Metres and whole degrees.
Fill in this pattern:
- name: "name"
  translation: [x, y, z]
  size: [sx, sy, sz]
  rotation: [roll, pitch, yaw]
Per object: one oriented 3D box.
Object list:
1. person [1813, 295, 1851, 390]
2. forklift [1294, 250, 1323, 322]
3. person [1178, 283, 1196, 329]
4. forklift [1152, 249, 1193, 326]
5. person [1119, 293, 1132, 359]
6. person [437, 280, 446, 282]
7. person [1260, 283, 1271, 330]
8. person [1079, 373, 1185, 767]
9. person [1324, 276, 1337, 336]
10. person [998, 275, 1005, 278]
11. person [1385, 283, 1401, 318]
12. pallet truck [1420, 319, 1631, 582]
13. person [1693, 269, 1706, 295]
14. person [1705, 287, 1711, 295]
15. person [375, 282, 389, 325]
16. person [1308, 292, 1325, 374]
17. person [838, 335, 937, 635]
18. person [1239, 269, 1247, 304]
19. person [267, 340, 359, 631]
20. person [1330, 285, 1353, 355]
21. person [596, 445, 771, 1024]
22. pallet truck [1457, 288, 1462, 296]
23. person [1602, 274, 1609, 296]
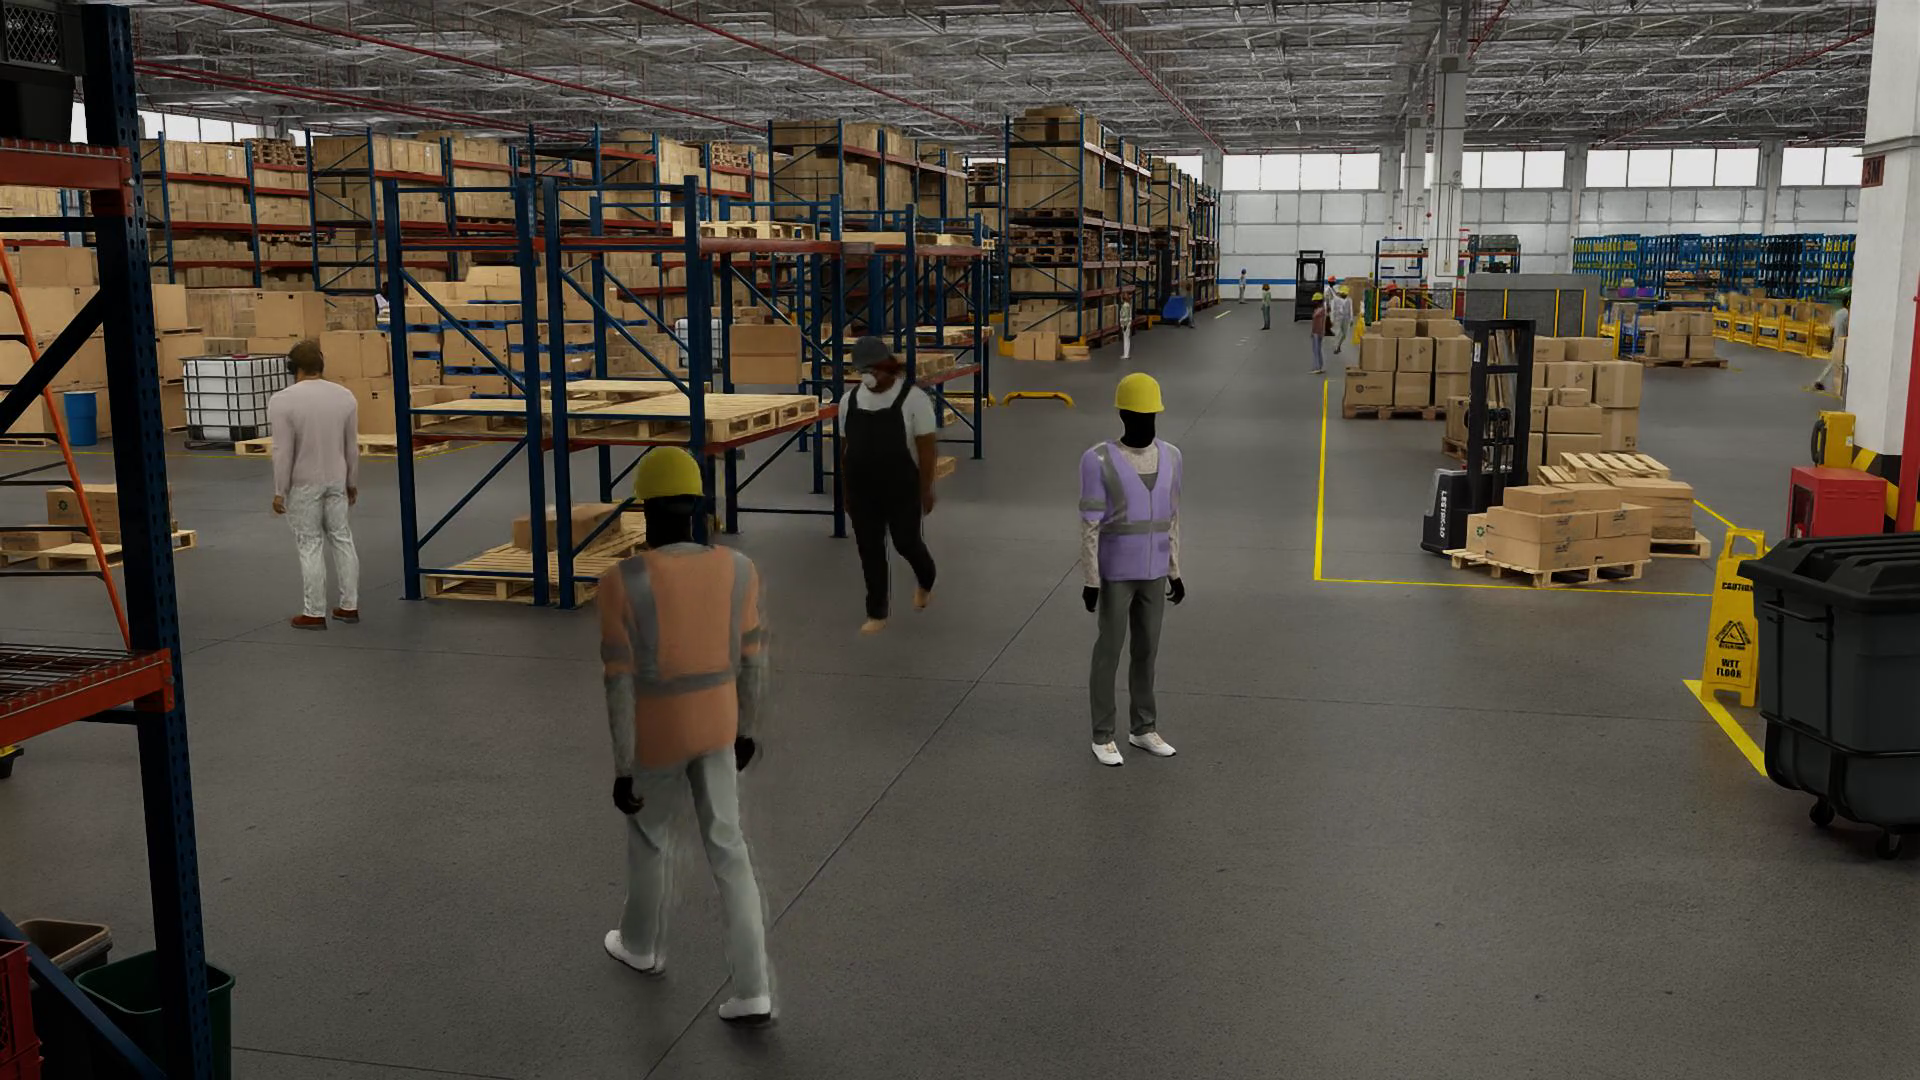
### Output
- name: "person"
  translation: [16.642, -3.729, 31.466]
  size: [0.962, 1.824, 0.503]
  rotation: [0, 10, 2]
- name: "forklift"
  translation: [13.778, -10.002, 65.433]
  size: [1.129, 2.768, 1.873]
  rotation: [2, 10, 12]
- name: "person"
  translation: [8.138, -8.349, 59.340]
  size: [0.545, 1.618, 0.517]
  rotation: [4, 10, 22]
- name: "forklift"
  translation: [7.646, -9.320, 61.395]
  size: [1.873, 2.768, 1.129]
  rotation: [2, 10, 11]
- name: "person"
  translation: [4.118, -5.328, 41.423]
  size: [0.312, 1.638, 0.523]
  rotation: [1, 10, 4]
- name: "person"
  translation: [-12.120, -5.112, 39.096]
  size: [0.622, 1.992, 0.396]
  rotation: [6, 11, 30]
- name: "person"
  translation: [10.706, -8.162, 58.227]
  size: [0.282, 1.633, 0.498]
  rotation: [8, 12, 38]
- name: "person"
  translation: [0.859, 0.140, 8.192]
  size: [0.594, 1.926, 0.367]
  rotation: [-5, 11, -30]
- name: "person"
  translation: [11.976, -7.549, 53.698]
  size: [0.361, 1.938, 0.546]
  rotation: [6, 11, 32]
- name: "person"
  translation: [2.254, -13.266, 87.877]
  size: [0.660, 1.825, 0.519]
  rotation: [2, 10, 10]
- name: "person"
  translation: [10.091, -5.039, 38.863]
  size: [0.368, 1.929, 0.542]
  rotation: [4, 11, 24]
- name: "pallet truck"
  translation: [4.543, -0.757, 13.299]
  size: [0.823, 1.965, 1.885]
  rotation: [-4, 10, -22]
- name: "person"
  translation: [35.473, -11.986, 79.798]
  size: [0.613, 1.995, 0.390]
  rotation: [0, 10, 0]
- name: "person"
  translation: [38.621, -12.933, 85.857]
  size: [0.565, 1.841, 0.387]
  rotation: [2, 10, 14]
- name: "person"
  translation: [-14.482, -5.571, 42.074]
  size: [0.587, 1.911, 0.397]
  rotation: [-5, 11, -26]
- name: "person"
  translation: [7.725, -4.476, 36.011]
  size: [0.318, 1.768, 0.529]
  rotation: [-1, 10, -5]
- name: "person"
  translation: [-0.484, -0.426, 11.211]
  size: [0.711, 2.000, 0.806]
  rotation: [3, 10, 19]
- name: "person"
  translation: [15.617, -13.994, 91.842]
  size: [0.402, 1.943, 0.612]
  rotation: [-2, 10, -10]
- name: "person"
  translation: [-4.311, -0.363, 11.144]
  size: [0.355, 1.936, 0.633]
  rotation: [7, 12, 36]
- name: "person"
  translation: [9.930, -5.735, 43.369]
  size: [0.659, 1.798, 0.542]
  rotation: [-3, 10, -15]
- name: "person"
  translation: [-0.899, 0.627, 5.481]
  size: [0.607, 1.879, 1.003]
  rotation: [-7, 12, -35]
- name: "pallet truck"
  translation: [20.506, -9.785, 68.819]
  size: [0.653, 1.274, 1.630]
  rotation: [2, 10, 12]
- name: "person"
  translation: [32.055, -12.314, 82.330]
  size: [0.835, 1.802, 0.596]
  rotation: [3, 10, 16]
